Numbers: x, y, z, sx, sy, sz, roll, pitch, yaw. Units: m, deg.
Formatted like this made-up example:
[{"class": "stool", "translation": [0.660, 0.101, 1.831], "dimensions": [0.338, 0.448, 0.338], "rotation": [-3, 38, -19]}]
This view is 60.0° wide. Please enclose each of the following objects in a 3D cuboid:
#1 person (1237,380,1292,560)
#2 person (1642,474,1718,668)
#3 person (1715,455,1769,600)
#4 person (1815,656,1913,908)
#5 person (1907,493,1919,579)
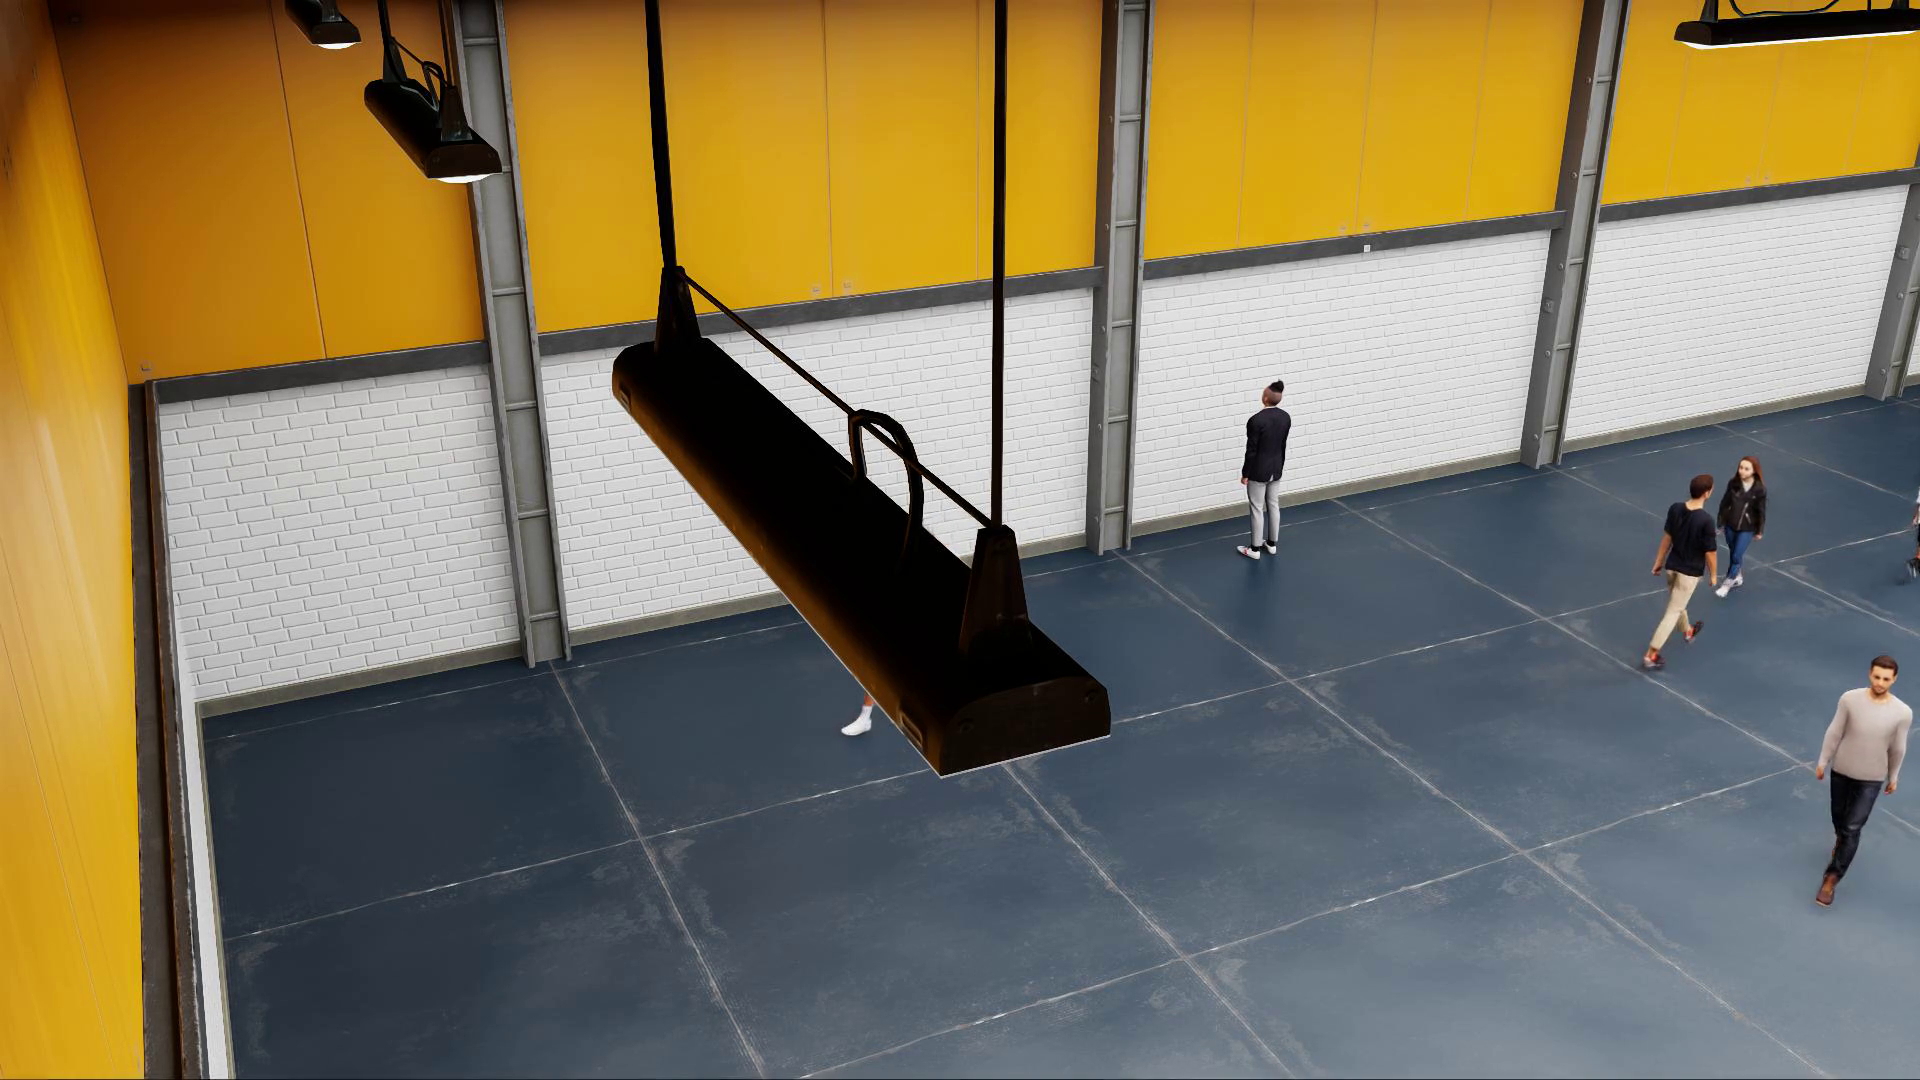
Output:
[{"class": "person", "translation": [3.182, -0.754, 17.292], "dimensions": [0.554, 1.944, 0.779], "rotation": [-13, 27, -28]}, {"class": "person", "translation": [6.473, 0.319, 15.010], "dimensions": [1.155, 1.805, 0.663], "rotation": [-13, 27, -26]}, {"class": "person", "translation": [7.803, -0.162, 16.554], "dimensions": [0.948, 1.449, 0.695], "rotation": [-19, 30, -37]}, {"class": "person", "translation": [6.464, 1.642, 11.958], "dimensions": [1.033, 1.827, 1.308], "rotation": [17, 29, 34]}, {"class": "person", "translation": [9.860, -0.204, 16.903], "dimensions": [0.781, 1.248, 0.548], "rotation": [-15, 28, -30]}]
